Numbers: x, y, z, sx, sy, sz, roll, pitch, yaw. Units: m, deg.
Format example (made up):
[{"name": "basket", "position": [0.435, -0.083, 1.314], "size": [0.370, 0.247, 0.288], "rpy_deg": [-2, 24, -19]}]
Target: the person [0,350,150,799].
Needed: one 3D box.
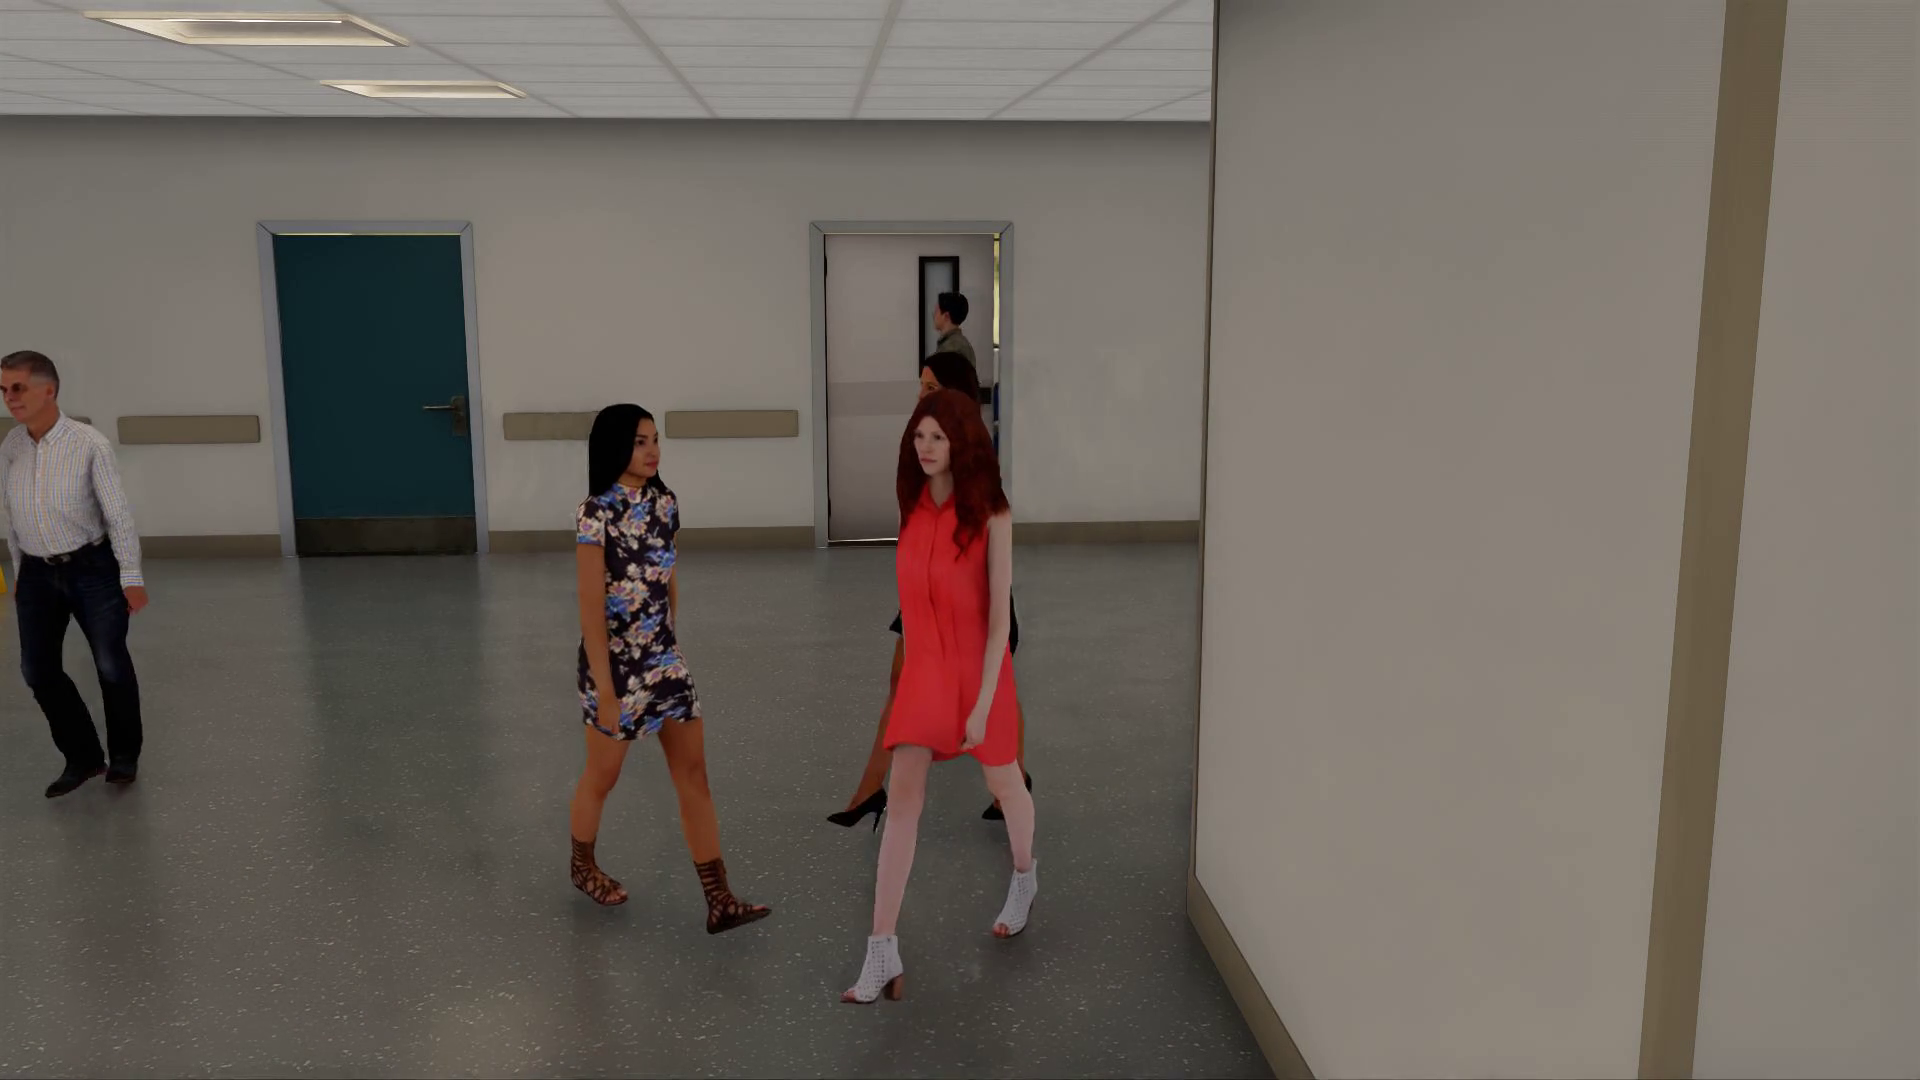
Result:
[{"name": "person", "position": [-3.577, 0.128, 6.757], "size": [0.713, 1.788, 0.882], "rpy_deg": [0, 11, -2]}]

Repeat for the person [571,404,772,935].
[{"name": "person", "position": [-1.113, 0.442, 5.384], "size": [1.175, 1.683, 1.085], "rpy_deg": [8, 13, 37]}]

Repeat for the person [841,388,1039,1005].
[{"name": "person", "position": [0.058, 0.470, 5.021], "size": [1.162, 1.763, 1.119], "rpy_deg": [7, 13, 32]}]

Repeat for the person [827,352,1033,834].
[{"name": "person", "position": [0.098, 0.236, 6.159], "size": [1.134, 1.799, 0.842], "rpy_deg": [-6, 12, -27]}]

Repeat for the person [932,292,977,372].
[{"name": "person", "position": [0.032, -0.648, 10.677], "size": [0.767, 1.851, 0.798], "rpy_deg": [3, 11, 14]}]
